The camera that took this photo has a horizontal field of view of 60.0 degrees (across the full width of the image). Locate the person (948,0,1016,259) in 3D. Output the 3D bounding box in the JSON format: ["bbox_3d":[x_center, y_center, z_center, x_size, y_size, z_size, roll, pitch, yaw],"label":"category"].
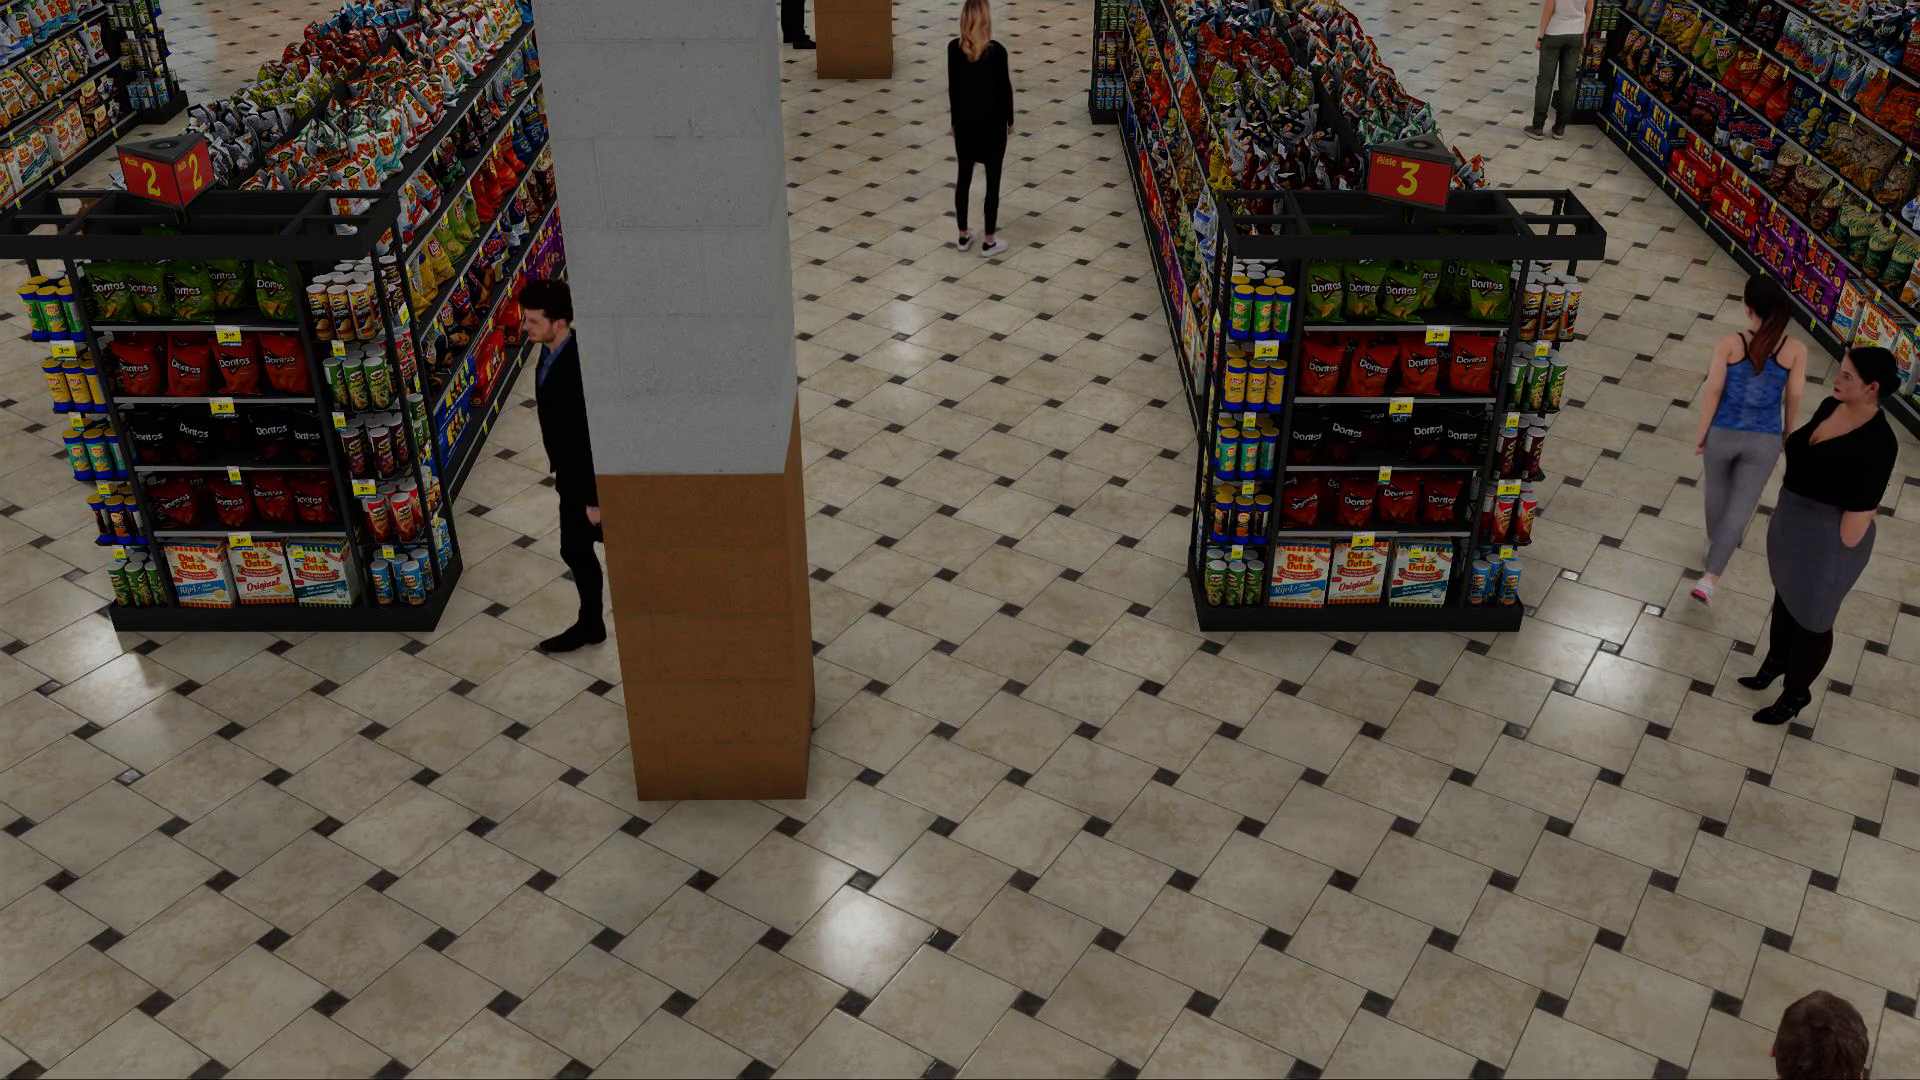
[{"bbox_3d":[0.133,-2.840,11.482,0.693,1.802,0.690,15,35,22],"label":"person"}]

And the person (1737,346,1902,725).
[{"bbox_3d":[3.630,-0.017,6.986,0.713,1.758,0.530,0,32,0],"label":"person"}]

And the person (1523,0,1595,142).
[{"bbox_3d":[4.972,-4.142,13.714,0.555,1.654,0.517,0,32,1],"label":"person"}]

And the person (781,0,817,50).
[{"bbox_3d":[-1.611,-5.717,16.068,0.856,1.842,0.714,-14,35,-22],"label":"person"}]

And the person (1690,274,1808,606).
[{"bbox_3d":[3.673,-0.426,7.822,0.904,1.570,1.147,15,35,23],"label":"person"}]
